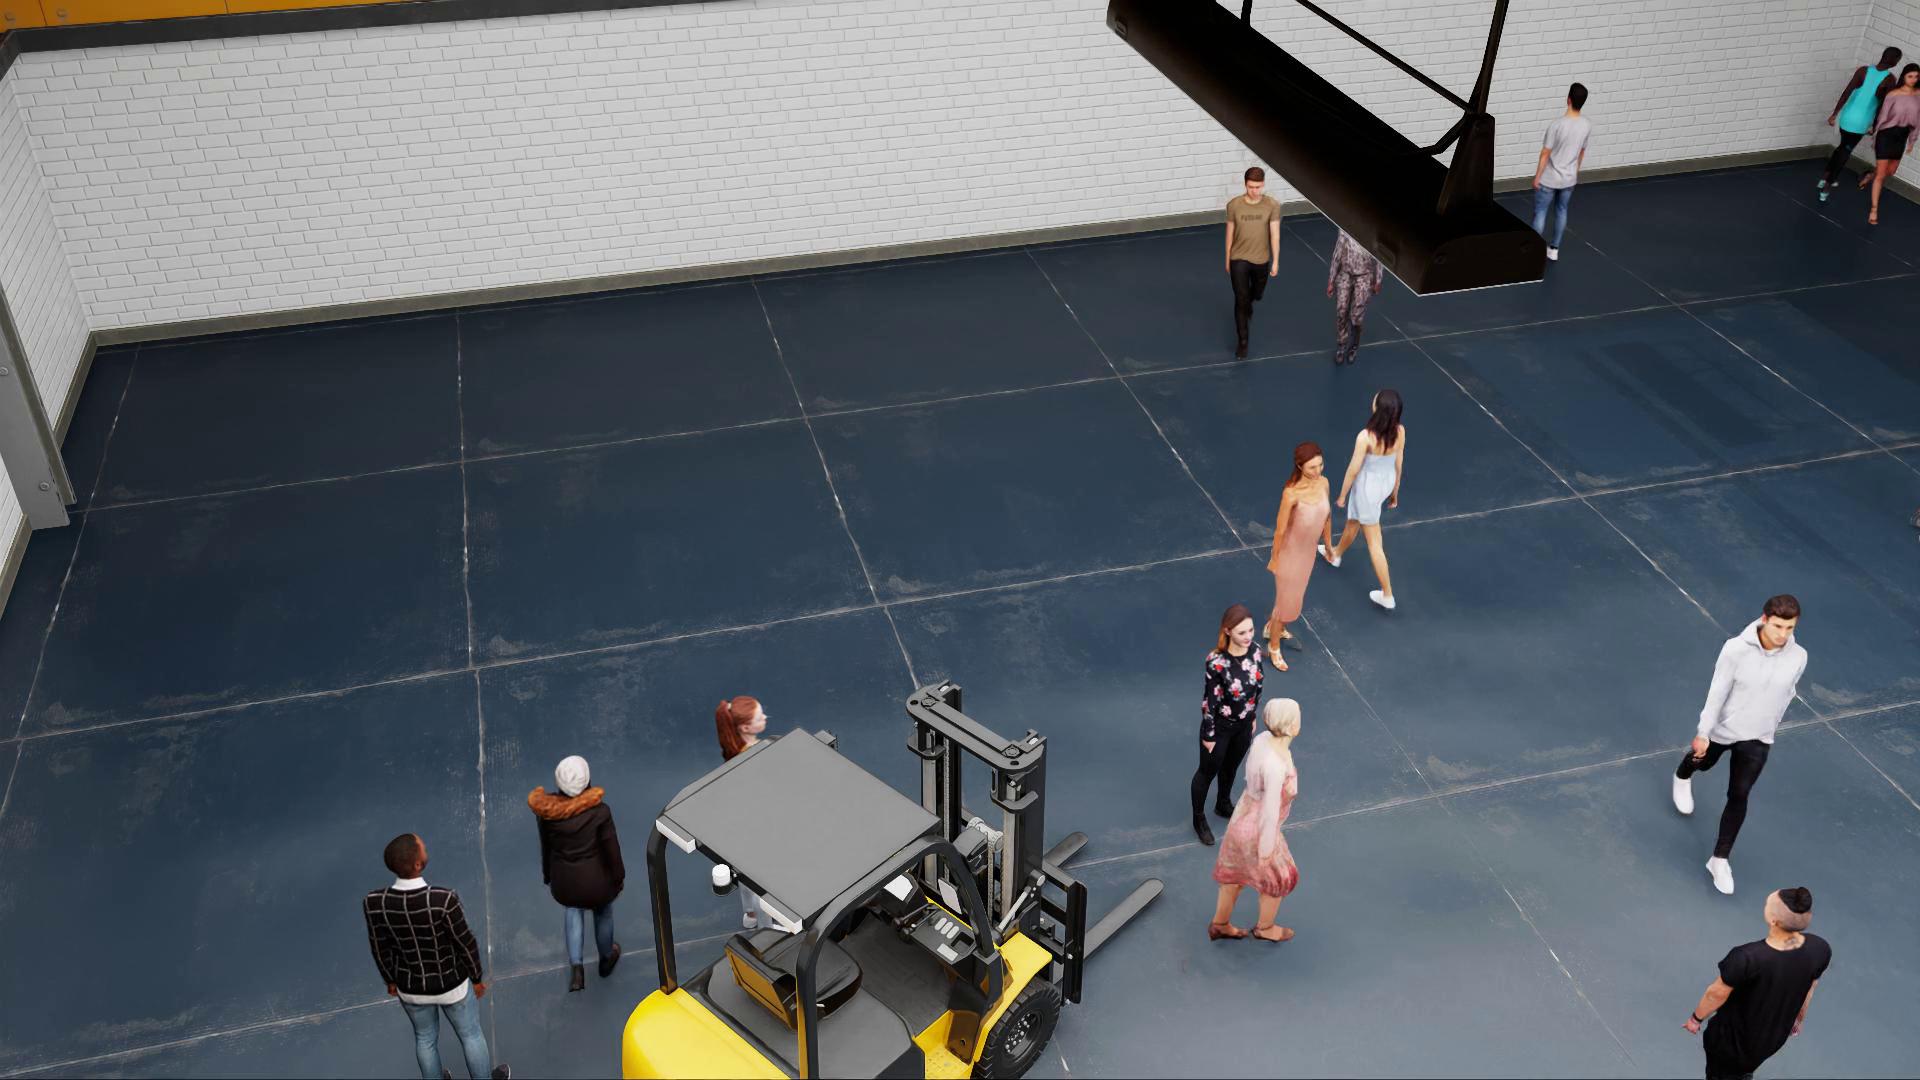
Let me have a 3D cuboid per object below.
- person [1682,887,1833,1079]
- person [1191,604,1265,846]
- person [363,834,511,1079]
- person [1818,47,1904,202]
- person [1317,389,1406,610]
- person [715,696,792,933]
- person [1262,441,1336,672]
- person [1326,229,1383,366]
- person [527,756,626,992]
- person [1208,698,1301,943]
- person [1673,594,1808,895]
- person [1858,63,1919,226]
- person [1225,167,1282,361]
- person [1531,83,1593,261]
[{"bbox_3d":[3.881,2.387,8.057,0.705,1.861,0.594,-7,34,-10],"label":"person"},{"bbox_3d":[1.628,1.104,10.148,0.626,1.683,0.605,-20,39,-28],"label":"person"},{"bbox_3d":[-2.654,2.211,8.359,0.708,1.820,0.641,-1,34,-1],"label":"person"},{"bbox_3d":[10.069,-4.693,18.796,0.823,1.765,0.913,23,40,31],"label":"person"},{"bbox_3d":[3.071,-0.276,12.227,0.759,1.681,1.201,-15,37,-22],"label":"person"},{"bbox_3d":[-1.156,1.581,9.370,0.697,1.750,0.566,-16,37,-22],"label":"person"},{"bbox_3d":[2.327,0.073,11.577,0.787,1.819,0.753,27,42,34],"label":"person"},{"bbox_3d":[3.685,-2.448,15.476,0.727,1.702,0.772,15,36,21],"label":"person"},{"bbox_3d":[-2.074,1.863,9.065,0.740,1.618,0.863,1,34,2],"label":"person"},{"bbox_3d":[1.635,1.644,9.357,0.721,1.659,0.700,2,34,2],"label":"person"},{"bbox_3d":[4.637,1.070,10.015,1.015,1.886,1.354,4,34,5],"label":"person"},{"bbox_3d":[10.215,-4.397,18.328,0.818,1.790,1.031,0,34,1],"label":"person"},{"bbox_3d":[2.745,-2.678,15.710,0.985,1.825,1.257,2,34,3],"label":"person"},{"bbox_3d":[6.275,-3.821,17.372,0.661,1.889,0.572,-8,34,-12],"label":"person"}]
